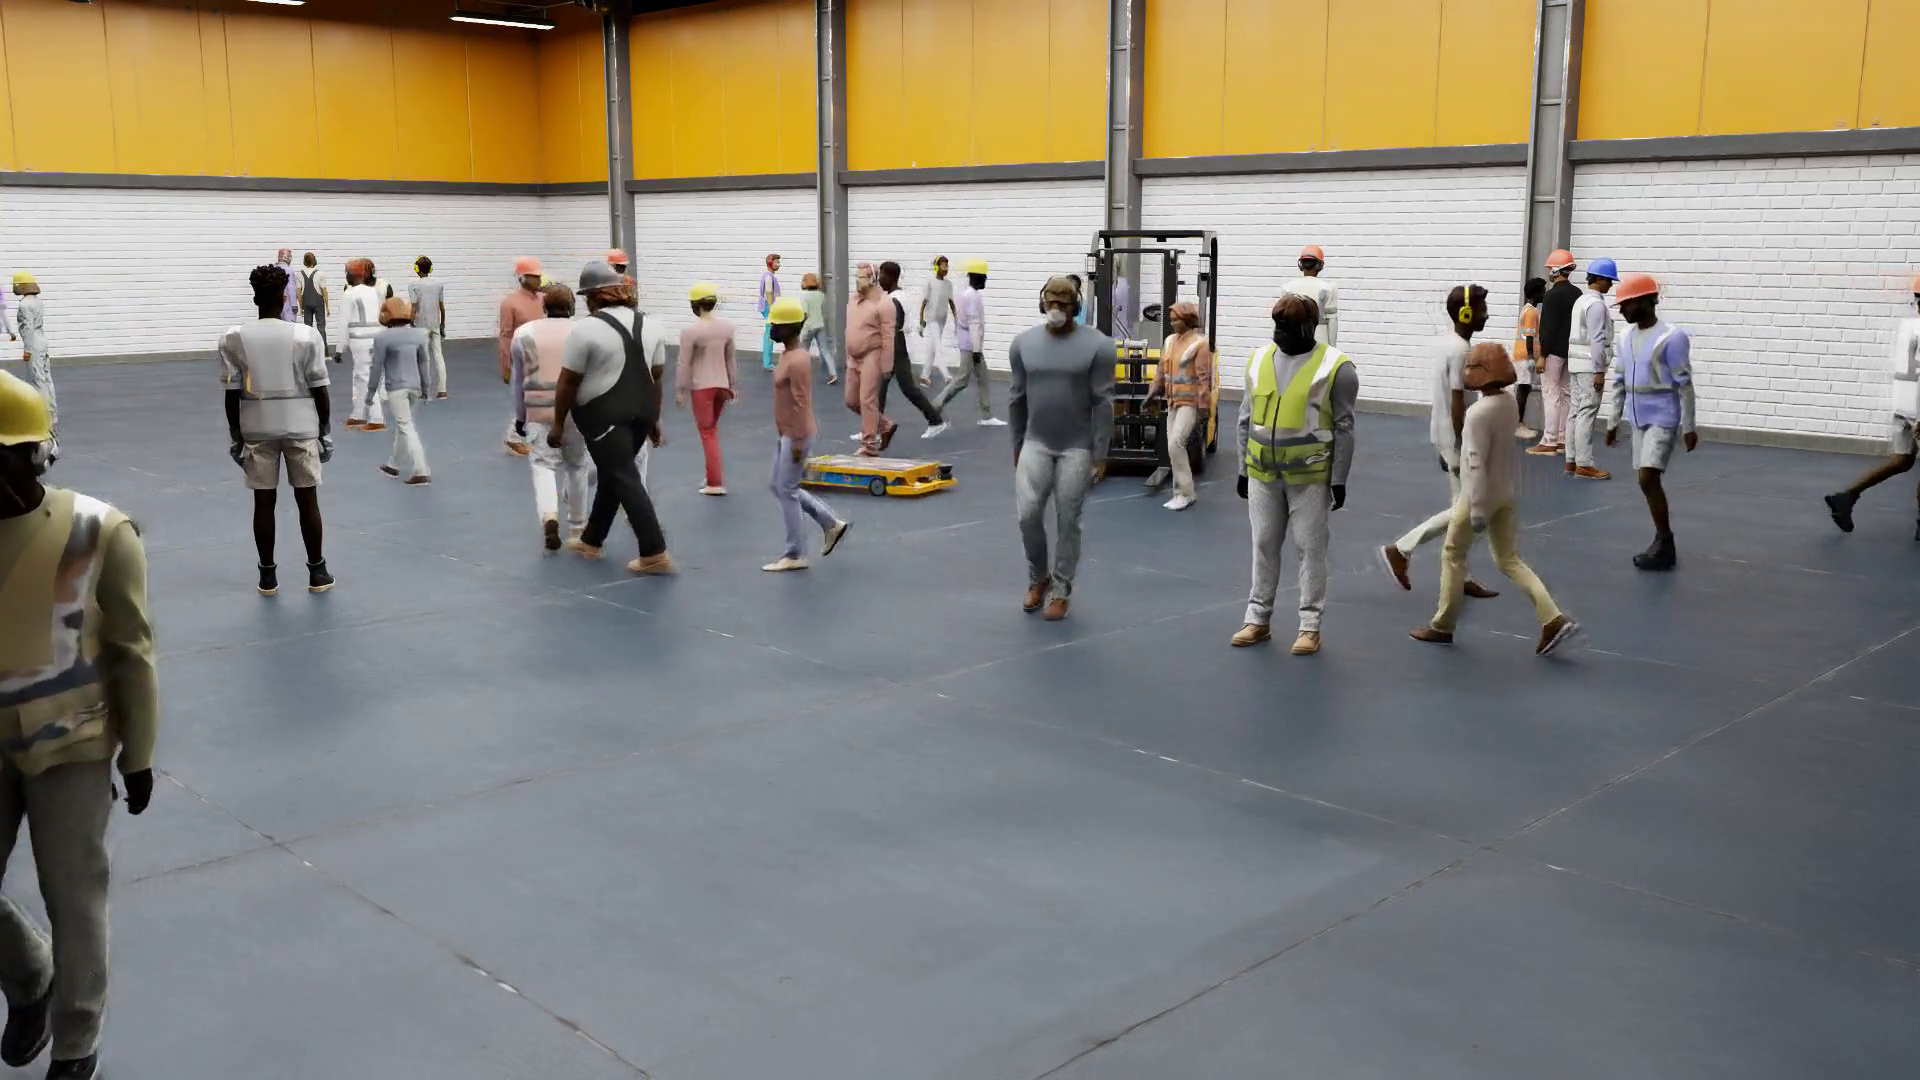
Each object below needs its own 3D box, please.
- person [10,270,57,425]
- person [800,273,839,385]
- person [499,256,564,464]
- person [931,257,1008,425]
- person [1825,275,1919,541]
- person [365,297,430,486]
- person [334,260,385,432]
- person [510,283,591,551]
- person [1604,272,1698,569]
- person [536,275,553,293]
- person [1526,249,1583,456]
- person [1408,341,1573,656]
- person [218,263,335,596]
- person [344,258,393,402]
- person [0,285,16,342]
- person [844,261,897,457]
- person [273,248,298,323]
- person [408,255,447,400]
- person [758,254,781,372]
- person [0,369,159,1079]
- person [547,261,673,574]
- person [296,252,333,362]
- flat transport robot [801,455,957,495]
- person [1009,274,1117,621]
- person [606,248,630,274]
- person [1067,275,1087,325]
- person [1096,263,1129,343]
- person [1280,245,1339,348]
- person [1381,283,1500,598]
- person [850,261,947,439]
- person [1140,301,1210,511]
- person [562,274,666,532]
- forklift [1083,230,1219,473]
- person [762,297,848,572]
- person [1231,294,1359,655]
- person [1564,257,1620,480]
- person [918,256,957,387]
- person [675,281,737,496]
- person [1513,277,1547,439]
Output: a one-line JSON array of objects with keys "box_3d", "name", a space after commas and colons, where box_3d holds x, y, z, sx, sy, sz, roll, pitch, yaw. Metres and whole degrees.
[{"box_3d": [-10.440, -2.155, 18.712, 0.325, 1.740, 0.492, -2, 11, -11], "name": "person"}, {"box_3d": [-2.059, -3.020, 23.816, 0.814, 1.597, 0.510, 9, 14, 40], "name": "person"}, {"box_3d": [-4.067, -1.710, 15.770, 1.047, 1.950, 0.623, 7, 12, 32], "name": "person"}, {"box_3d": [0.053, -2.197, 18.535, 0.890, 1.900, 0.605, 0, 10, -1], "name": "person"}, {"box_3d": [6.581, -0.931, 11.580, 0.796, 1.916, 0.548, 2, 11, 11], "name": "person"}, {"box_3d": [-4.867, -1.278, 14.307, 0.819, 1.594, 0.521, 6, 12, 31], "name": "person"}, {"box_3d": [-6.593, -2.095, 18.051, 0.782, 1.859, 0.603, 3, 11, 16], "name": "person"}, {"box_3d": [-2.739, -0.844, 11.372, 0.631, 1.815, 0.799, -3, 11, -14], "name": "person"}, {"box_3d": [4.445, -0.770, 10.727, 0.563, 1.895, 0.565, -3, 11, -16], "name": "person"}, {"box_3d": [-4.337, -1.919, 17.395, 0.399, 1.750, 0.545, 0, 10, -1], "name": "person"}, {"box_3d": [5.804, -1.820, 16.191, 0.622, 1.994, 0.381, -10, 14, -42], "name": "person"}, {"box_3d": [2.728, -0.208, 8.471, 0.499, 1.605, 0.787, -9, 14, -42], "name": "person"}, {"box_3d": [-4.036, -0.647, 9.874, 0.603, 1.966, 0.368, -3, 11, -15], "name": "person"}, {"box_3d": [-7.572, -2.685, 21.332, 0.621, 1.845, 0.429, -3, 11, -16], "name": "person"}, {"box_3d": [-12.536, -2.711, 21.376, 0.545, 1.890, 1.037, 1, 10, 5], "name": "person"}, {"box_3d": [-0.839, -1.702, 15.827, 0.578, 1.890, 0.670, -8, 13, -38], "name": "person"}, {"box_3d": [-11.701, -4.109, 28.939, 0.639, 1.902, 0.407, 9, 14, 39], "name": "person"}, {"box_3d": [-6.927, -2.750, 21.602, 0.328, 1.873, 0.517, 10, 14, 43], "name": "person"}, {"box_3d": [-2.990, -3.565, 26.123, 0.374, 1.840, 0.569, -1, 10, -7], "name": "person"}, {"box_3d": [-2.270, 0.493, 4.039, 0.615, 1.822, 0.414, -2, 11, -11], "name": "person"}, {"box_3d": [-2.218, -0.819, 10.609, 1.051, 2.000, 0.697, 7, 12, 33], "name": "person"}, {"box_3d": [-10.909, -3.925, 28.080, 0.508, 1.847, 0.345, -1, 10, -4], "name": "person"}, {"box_3d": [-0.810, -0.562, 14.036, 1.431, 0.197, 0.652, 6, 12, 28], "name": "flat transport robot"}, {"box_3d": [0.547, -0.497, 9.184, 0.624, 1.922, 0.432, 3, 11, 16], "name": "person"}, {"box_3d": [-4.600, -2.872, 22.030, 0.689, 1.961, 0.626, 0, 10, 2], "name": "person"}, {"box_3d": [1.375, -2.441, 20.512, 0.548, 1.642, 0.883, -7, 12, -32], "name": "person"}, {"box_3d": [1.848, -2.373, 19.479, 0.737, 1.911, 0.636, 6, 12, 28], "name": "person"}, {"box_3d": [3.580, -2.000, 17.071, 0.605, 2.035, 0.385, 5, 11, 25], "name": "person"}, {"box_3d": [2.861, -0.565, 9.723, 0.608, 1.858, 0.531, 2, 11, 13], "name": "person"}, {"box_3d": [-0.626, -1.974, 17.364, 0.986, 1.879, 0.595, -2, 11, -9], "name": "person"}, {"box_3d": [1.691, -1.039, 12.926, 0.450, 1.623, 0.530, -5, 11, -24], "name": "person"}, {"box_3d": [-2.520, -0.979, 11.961, 0.741, 1.865, 0.577, 5, 12, 27], "name": "person"}, {"box_3d": [1.804, -1.825, 15.677, 1.214, 2.155, 2.313, 2, 11, 13], "name": "forklift"}, {"box_3d": [-1.015, -0.671, 10.592, 0.488, 1.748, 0.537, -2, 11, -13], "name": "person"}, {"box_3d": [1.694, -0.334, 8.523, 0.621, 1.840, 0.430, 8, 13, 36], "name": "person"}, {"box_3d": [5.551, -1.505, 14.631, 0.397, 1.939, 0.602, 1, 10, 4], "name": "person"}, {"box_3d": [-0.272, -3.023, 23.201, 0.557, 1.828, 0.951, -10, 14, -43], "name": "person"}, {"box_3d": [-2.138, -1.245, 13.699, 0.591, 1.747, 0.547, 9, 14, 40], "name": "person"}, {"box_3d": [5.994, -1.912, 17.531, 0.320, 1.694, 0.531, 4, 11, 20], "name": "person"}]
